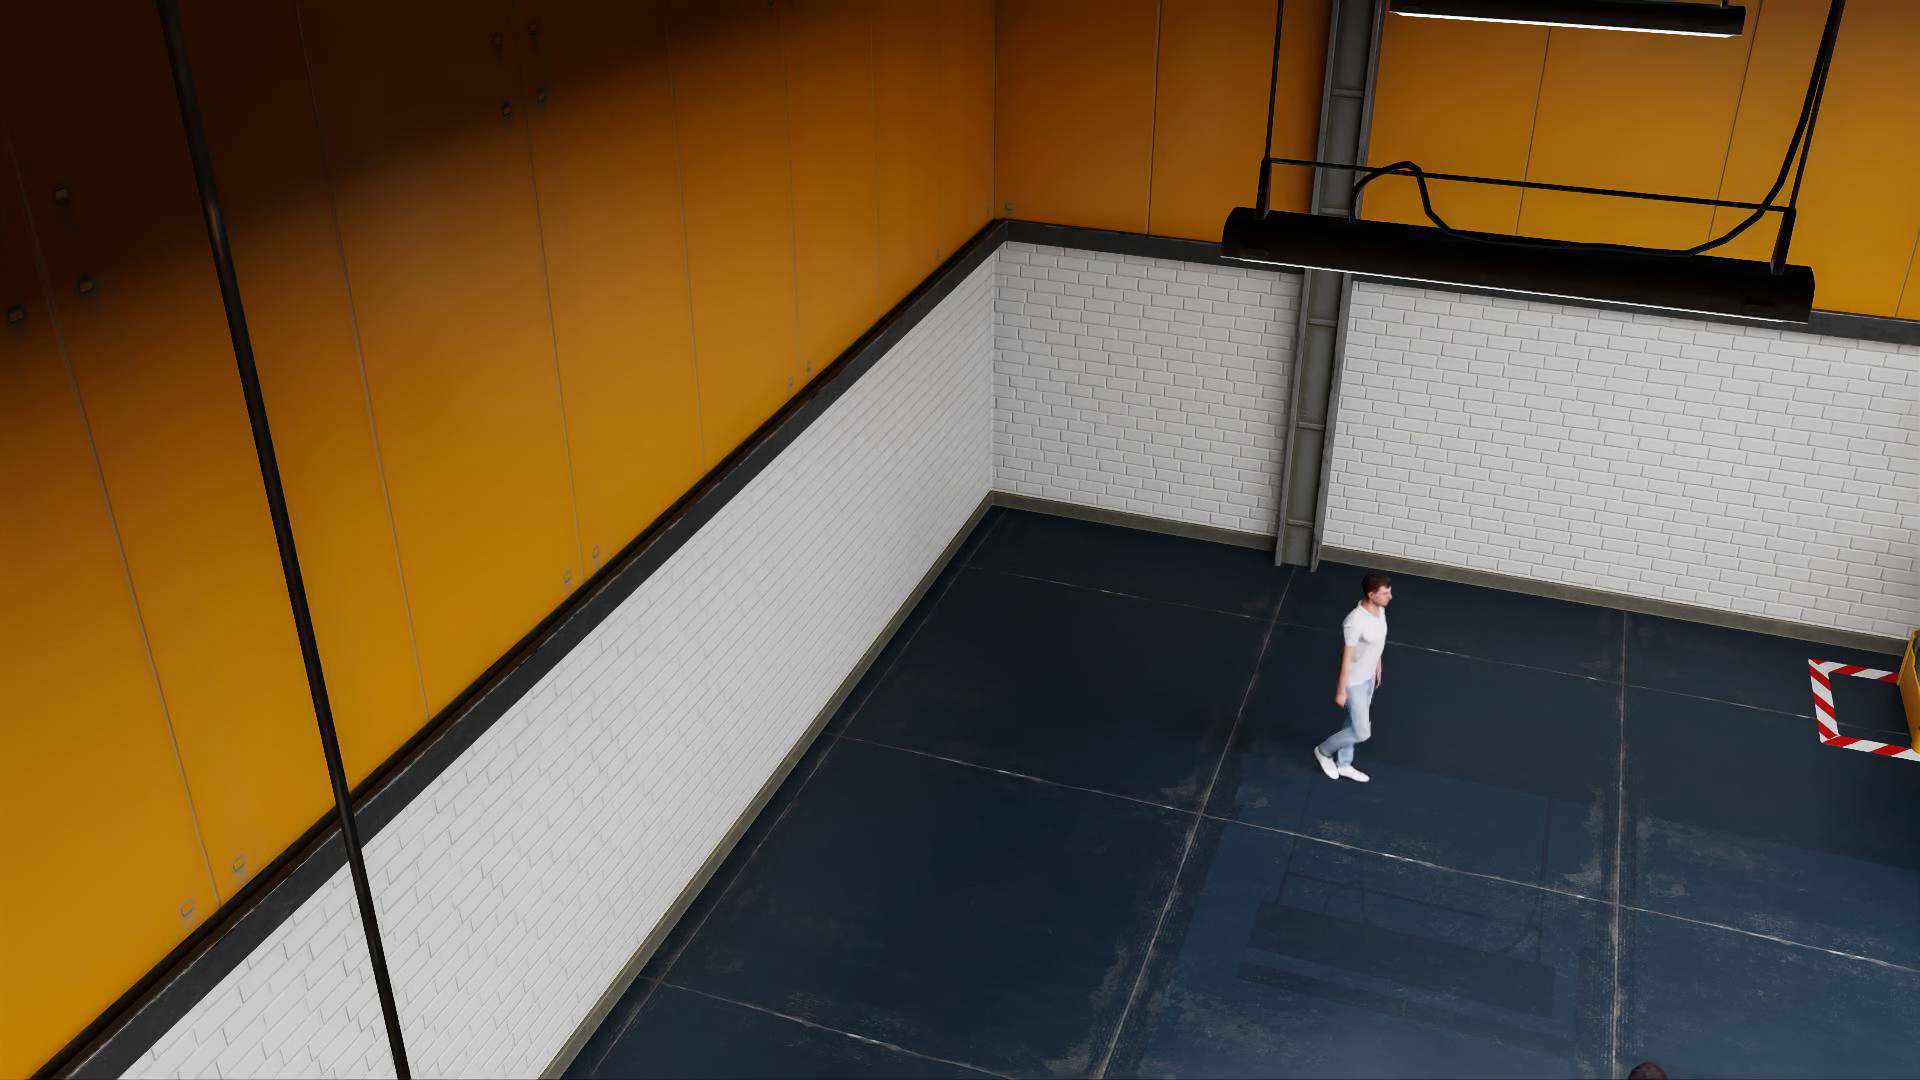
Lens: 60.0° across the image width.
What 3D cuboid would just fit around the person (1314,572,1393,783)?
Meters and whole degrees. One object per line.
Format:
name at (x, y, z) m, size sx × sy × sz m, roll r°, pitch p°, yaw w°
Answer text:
person at (2.950, 1.038, 12.678) m, size 0.794 × 1.841 × 0.783 m, roll 20°, pitch 34°, yaw 32°
